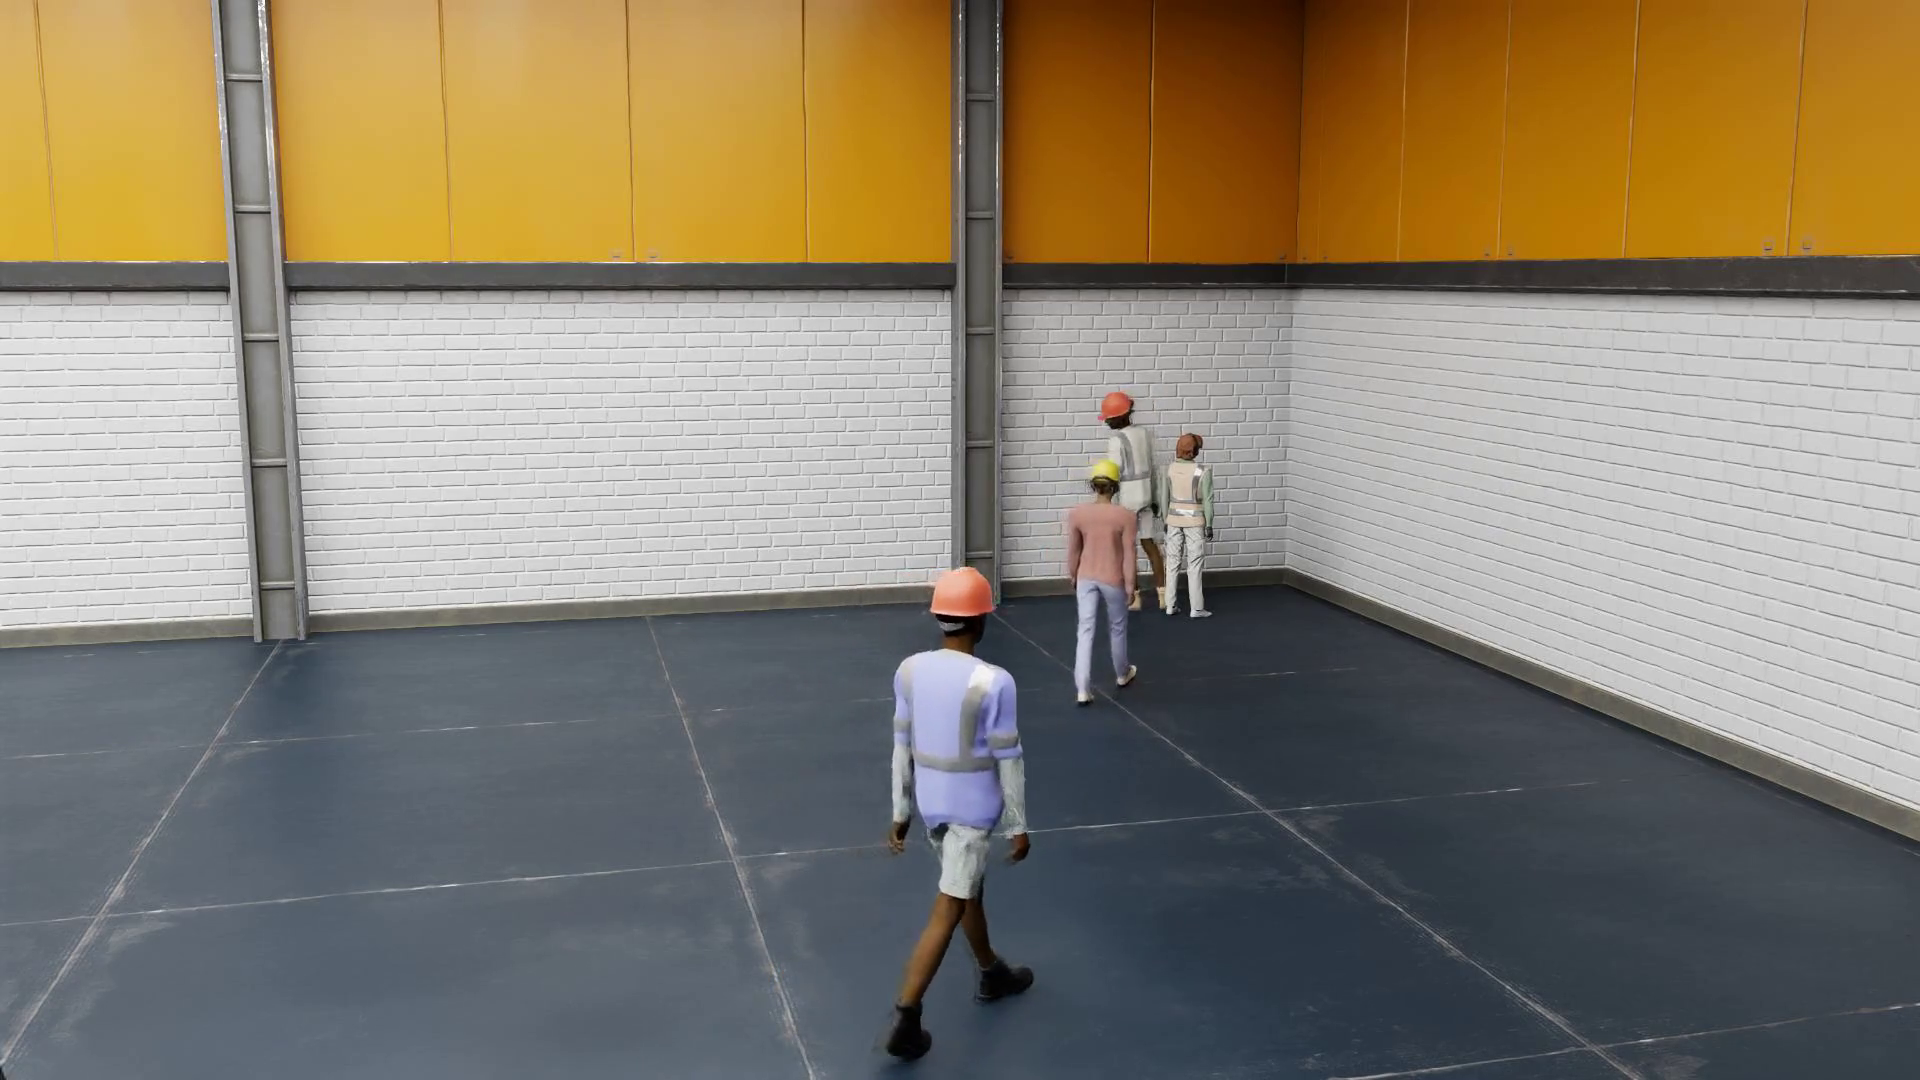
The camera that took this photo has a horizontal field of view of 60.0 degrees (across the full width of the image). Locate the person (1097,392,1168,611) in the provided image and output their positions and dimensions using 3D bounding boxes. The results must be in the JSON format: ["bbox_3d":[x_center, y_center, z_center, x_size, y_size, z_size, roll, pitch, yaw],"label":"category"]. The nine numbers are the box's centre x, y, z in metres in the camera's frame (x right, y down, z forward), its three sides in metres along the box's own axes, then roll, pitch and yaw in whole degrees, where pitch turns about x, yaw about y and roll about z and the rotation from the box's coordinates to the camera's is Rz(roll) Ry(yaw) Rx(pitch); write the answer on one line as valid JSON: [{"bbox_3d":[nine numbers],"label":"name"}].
[{"bbox_3d":[1.596,-0.325,14.852,0.670,1.991,0.698,8,12,40],"label":"person"}]

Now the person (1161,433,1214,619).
[{"bbox_3d":[2.001,-0.123,14.655,0.516,1.641,0.308,7,11,36],"label":"person"}]

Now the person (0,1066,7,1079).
[{"bbox_3d":[-2.241,1.543,3.481,0.743,1.892,0.596,-2,9,-12],"label":"person"}]

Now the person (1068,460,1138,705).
[{"bbox_3d":[1.025,0.280,11.887,0.549,1.710,0.925,4,10,23],"label":"person"}]

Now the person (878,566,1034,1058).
[{"bbox_3d":[-0.021,1.049,6.581,0.556,1.893,1.013,8,12,39],"label":"person"}]
